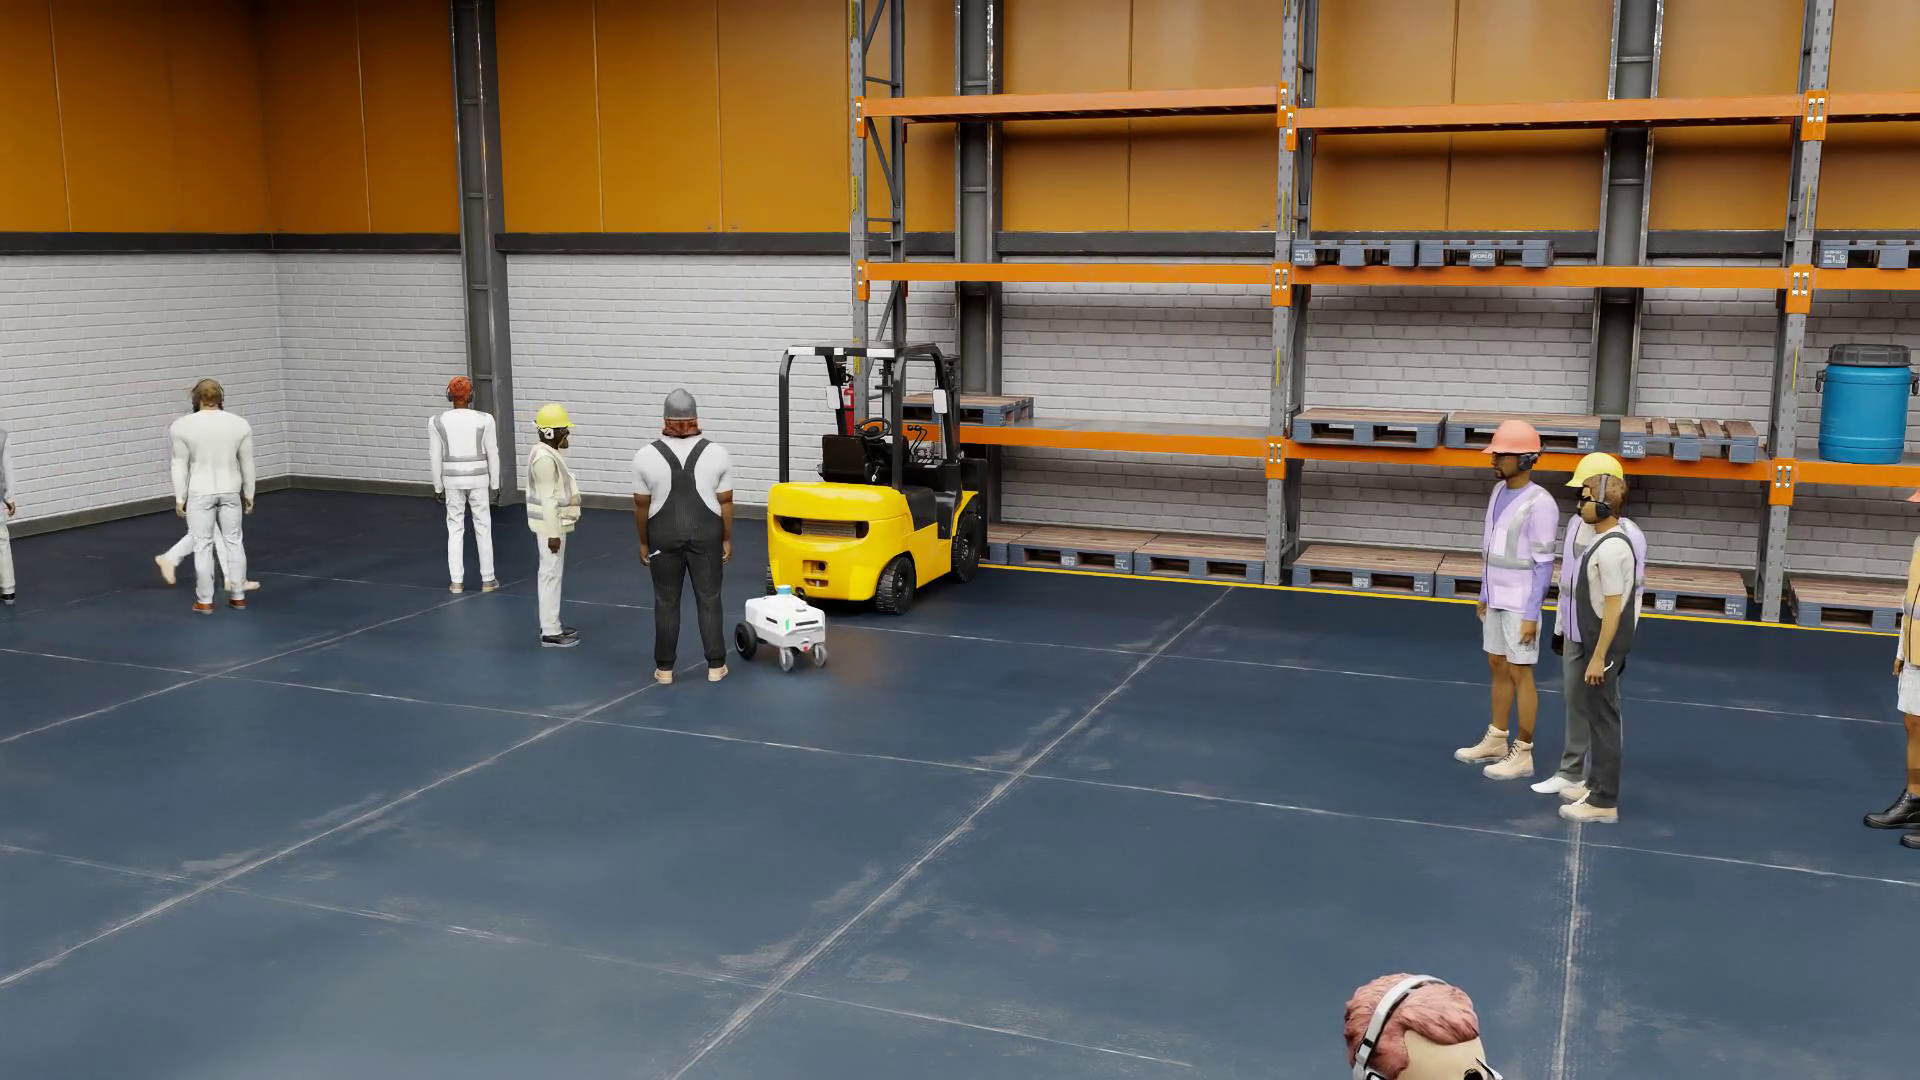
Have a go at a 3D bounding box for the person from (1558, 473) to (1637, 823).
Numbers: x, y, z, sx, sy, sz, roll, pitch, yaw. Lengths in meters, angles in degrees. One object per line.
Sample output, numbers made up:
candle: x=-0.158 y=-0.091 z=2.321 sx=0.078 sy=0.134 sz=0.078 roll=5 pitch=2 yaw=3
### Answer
person: x=3.359 y=0.563 z=8.725 sx=0.336 sy=1.844 sz=0.508 roll=4 pitch=11 yaw=23

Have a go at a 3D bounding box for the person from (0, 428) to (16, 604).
person: x=-8.176 y=-0.342 z=13.816 sx=0.403 sy=1.827 sz=0.599 roll=9 pitch=14 yaw=42

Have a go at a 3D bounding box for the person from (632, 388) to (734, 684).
person: x=-1.902 y=-0.030 z=11.488 sx=0.683 sy=2.000 sz=0.537 roll=-2 pitch=10 yaw=-10

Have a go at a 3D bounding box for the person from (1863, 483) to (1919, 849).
person: x=4.879 y=0.584 z=8.353 sx=0.363 sy=1.935 sz=0.553 roll=-1 pitch=10 yaw=-4

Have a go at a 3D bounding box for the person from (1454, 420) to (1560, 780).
person: x=3.108 y=0.337 z=9.434 sx=0.382 sy=2.045 sz=0.605 roll=-2 pitch=10 yaw=-10

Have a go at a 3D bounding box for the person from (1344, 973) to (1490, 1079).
person: x=0.710 y=1.612 z=2.713 sx=0.652 sy=1.906 sz=0.409 roll=-9 pitch=13 yaw=-40

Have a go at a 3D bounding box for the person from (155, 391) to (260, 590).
person: x=-6.604 y=-0.439 z=14.455 sx=0.814 sy=1.807 sz=0.632 roll=-2 pitch=10 yaw=-11

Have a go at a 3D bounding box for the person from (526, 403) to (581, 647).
person: x=-3.059 y=-0.116 z=12.550 sx=0.404 sy=1.830 sz=0.601 roll=-3 pitch=10 yaw=-14

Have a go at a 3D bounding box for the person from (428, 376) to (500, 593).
person: x=-4.275 y=-0.474 z=14.402 sx=0.575 sy=1.882 sz=0.355 roll=-2 pitch=10 yaw=-12

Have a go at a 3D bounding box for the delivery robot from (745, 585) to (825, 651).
delivery robot: x=-1.264 y=0.569 z=12.010 sx=0.477 sy=0.478 sz=0.707 roll=-7 pitch=12 yaw=-32

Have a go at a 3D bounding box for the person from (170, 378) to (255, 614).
person: x=-6.110 y=-0.360 z=13.651 sx=0.637 sy=1.935 sz=0.380 roll=-8 pitch=13 yaw=-39

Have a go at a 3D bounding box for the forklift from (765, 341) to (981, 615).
forklift: x=-0.739 y=-0.602 z=14.246 sx=1.214 sy=2.155 sz=2.313 roll=4 pitch=11 yaw=21

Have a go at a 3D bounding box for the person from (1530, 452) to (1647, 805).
person: x=3.378 y=0.490 z=8.906 sx=0.371 sy=1.928 sz=0.585 roll=-3 pitch=11 yaw=-16
